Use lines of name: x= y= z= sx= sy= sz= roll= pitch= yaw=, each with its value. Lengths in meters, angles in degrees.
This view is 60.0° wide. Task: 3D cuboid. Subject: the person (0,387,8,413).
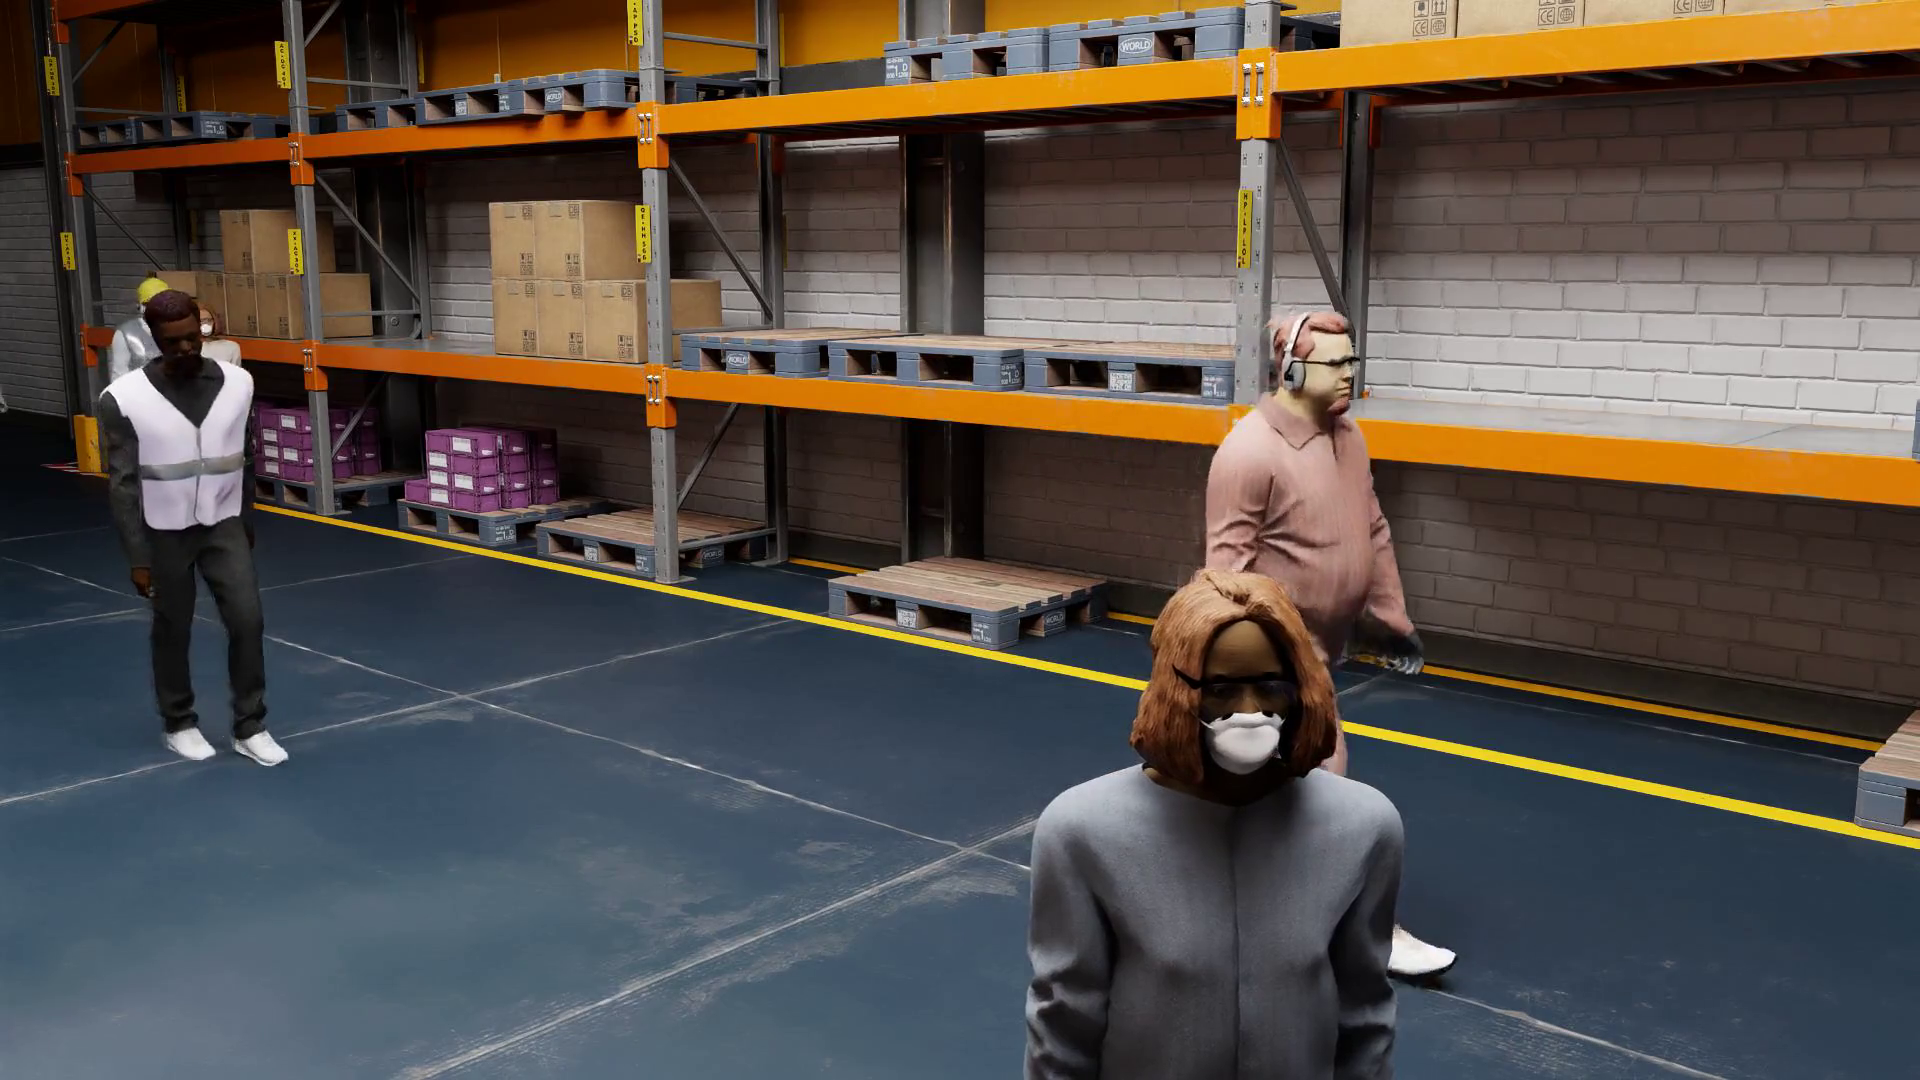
person: x=-7.995 y=-1.098 z=13.325 sx=0.879 sy=1.585 sz=0.514 roll=6 pitch=12 yaw=30

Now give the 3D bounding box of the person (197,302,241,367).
person: x=-5.460 y=-0.908 z=12.111 sx=0.507 sy=1.631 sz=0.266 roll=-8 pitch=13 yaw=-38

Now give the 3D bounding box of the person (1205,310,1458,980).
person: x=1.003 y=0.268 z=4.813 sx=1.022 sy=1.850 sz=0.653 roll=8 pitch=13 yaw=39

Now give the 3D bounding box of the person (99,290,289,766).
person: x=-2.951 y=-0.026 z=6.409 sx=0.744 sy=1.866 sz=0.609 roll=9 pitch=13 yaw=42

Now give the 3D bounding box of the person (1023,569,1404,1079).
person: x=0.328 y=0.840 z=2.159 sx=0.497 sy=1.633 sz=0.283 roll=-2 pitch=10 yaw=-9

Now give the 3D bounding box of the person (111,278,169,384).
person: x=-5.784 y=-0.996 z=12.121 sx=0.660 sy=1.805 sz=0.625 roll=9 pitch=13 yaw=41
